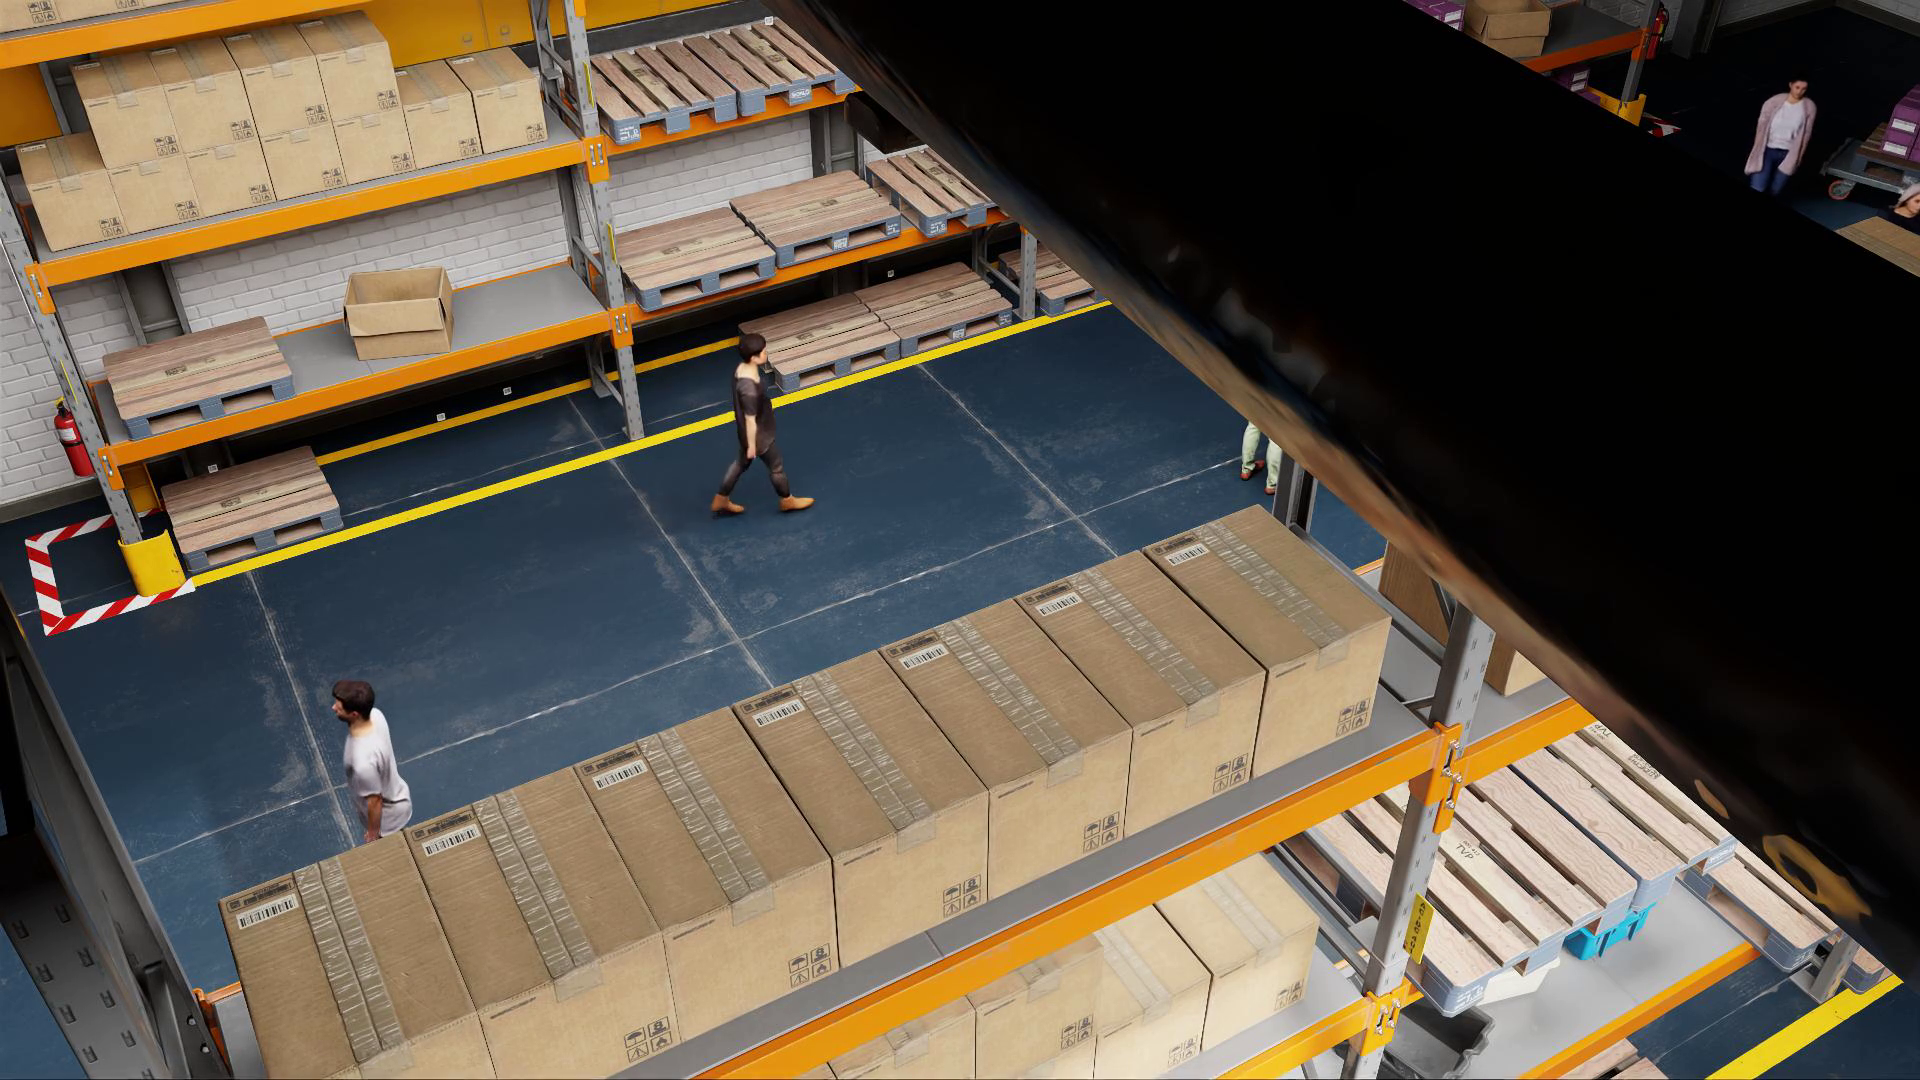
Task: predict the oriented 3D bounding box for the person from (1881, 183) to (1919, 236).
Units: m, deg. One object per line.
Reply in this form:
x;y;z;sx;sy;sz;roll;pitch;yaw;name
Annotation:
8.300;-2.458;15.060;1.186;1.697;1.113;3;39;3;person

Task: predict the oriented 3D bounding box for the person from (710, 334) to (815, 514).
-1.695;-0.869;13.082;1.111;1.682;0.759;-11;40;-14;person

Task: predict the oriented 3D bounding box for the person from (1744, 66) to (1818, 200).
8.352;-4.002;16.968;0.985;1.730;1.070;13;40;16;person

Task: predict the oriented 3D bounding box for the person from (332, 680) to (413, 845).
-3.414;1.552;9.883;0.701;1.892;0.736;-10;40;-12;person
